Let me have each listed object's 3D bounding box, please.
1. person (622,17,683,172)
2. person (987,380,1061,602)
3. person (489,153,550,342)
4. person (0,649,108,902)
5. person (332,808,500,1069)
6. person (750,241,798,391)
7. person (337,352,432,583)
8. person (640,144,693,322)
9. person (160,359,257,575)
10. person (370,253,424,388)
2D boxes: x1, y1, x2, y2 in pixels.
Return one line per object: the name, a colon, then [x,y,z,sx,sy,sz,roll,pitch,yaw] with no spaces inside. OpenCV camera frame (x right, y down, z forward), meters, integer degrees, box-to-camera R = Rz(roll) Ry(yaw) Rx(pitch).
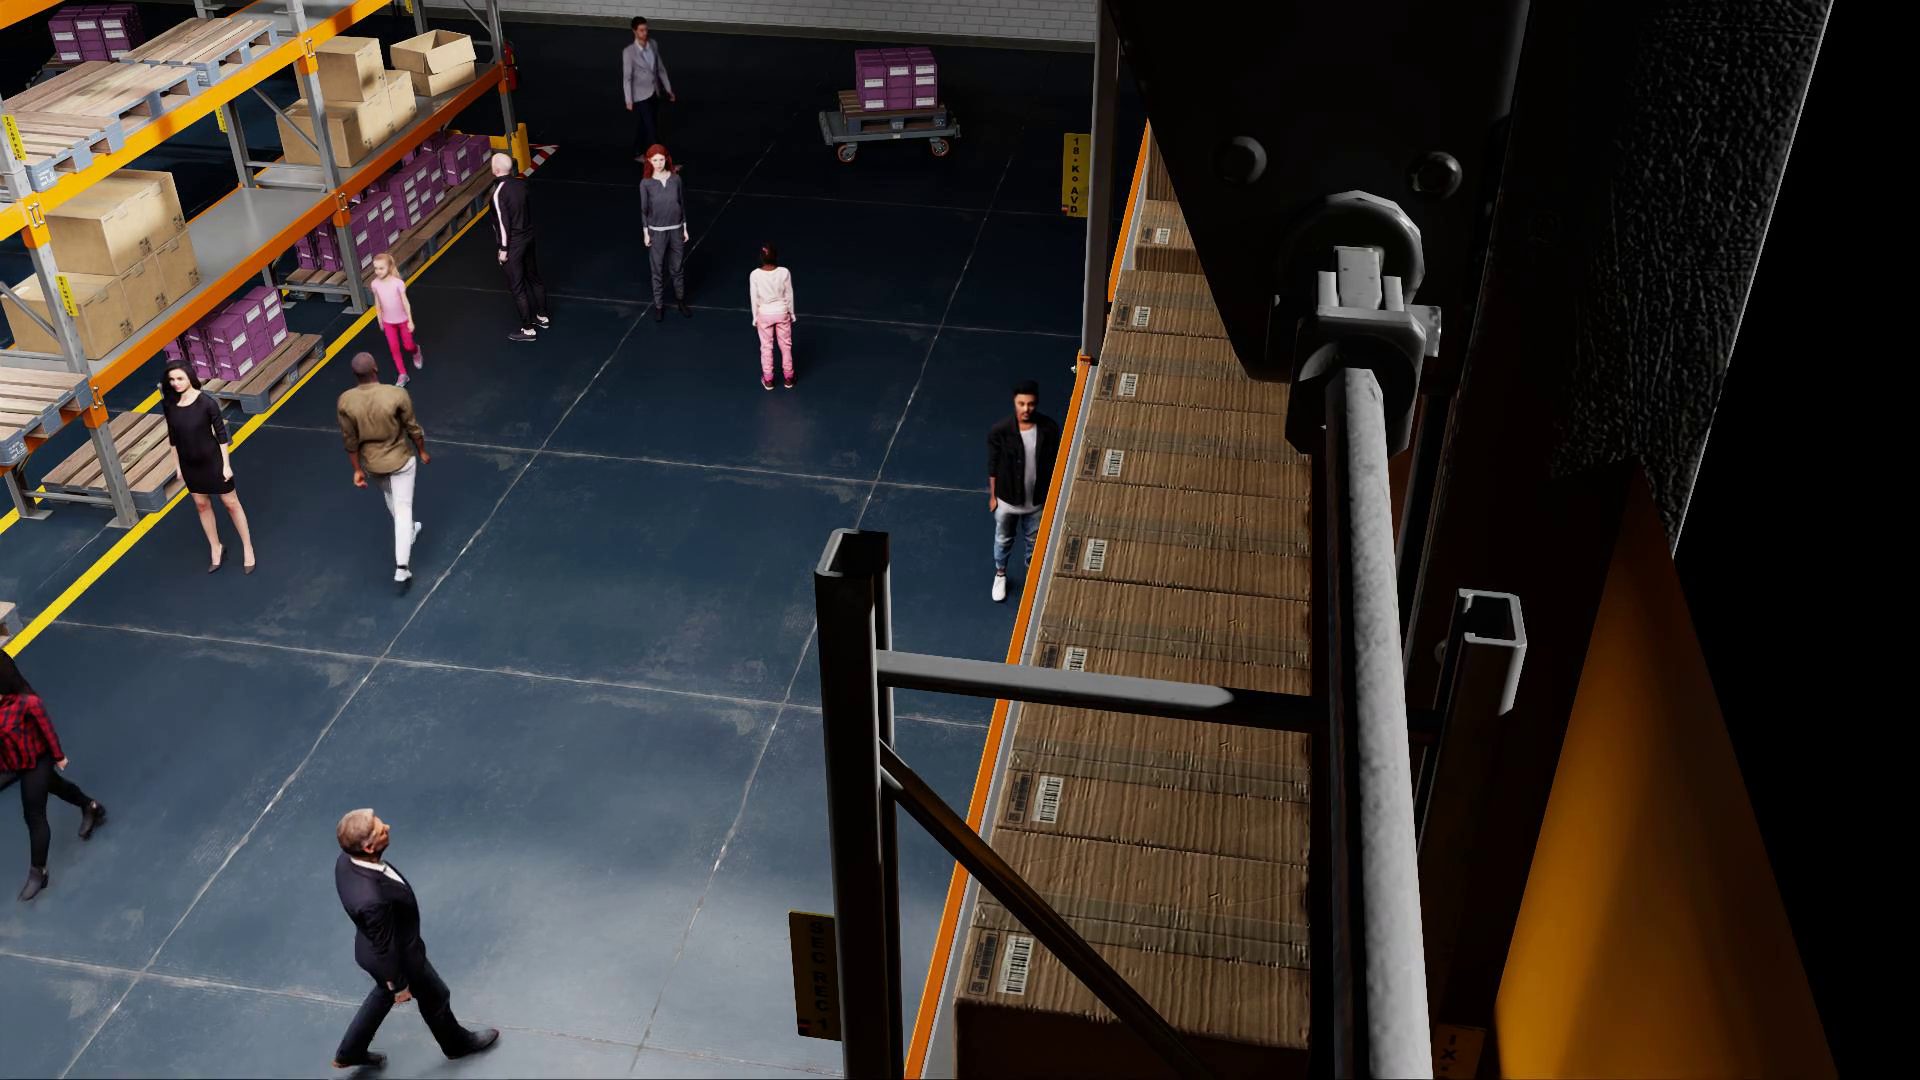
person: [-3.752,-5.244,19.568,1.033,1.803,1.168,20,39,28]
person: [0.460,-0.393,12.259,0.754,1.814,0.700,-3,34,-5]
person: [-4.222,-2.802,15.864,0.769,1.835,0.549,10,35,14]
person: [-5.524,1.261,9.952,0.640,1.614,1.068,8,34,12]
person: [-2.987,2.105,8.522,1.172,1.790,1.131,-20,38,-27]
person: [-1.689,-2.054,15.092,0.610,1.444,0.594,-5,34,-7]
person: [-4.287,-0.522,12.471,0.888,1.795,1.233,-2,34,-3]
person: [-2.867,-3.001,16.215,0.654,1.779,0.655,-12,35,-17]
person: [-5.661,-0.548,12.494,0.602,1.812,0.499,3,34,4]
person: [-5.156,-2.047,15.247,0.552,1.262,0.748,1,34,1]
